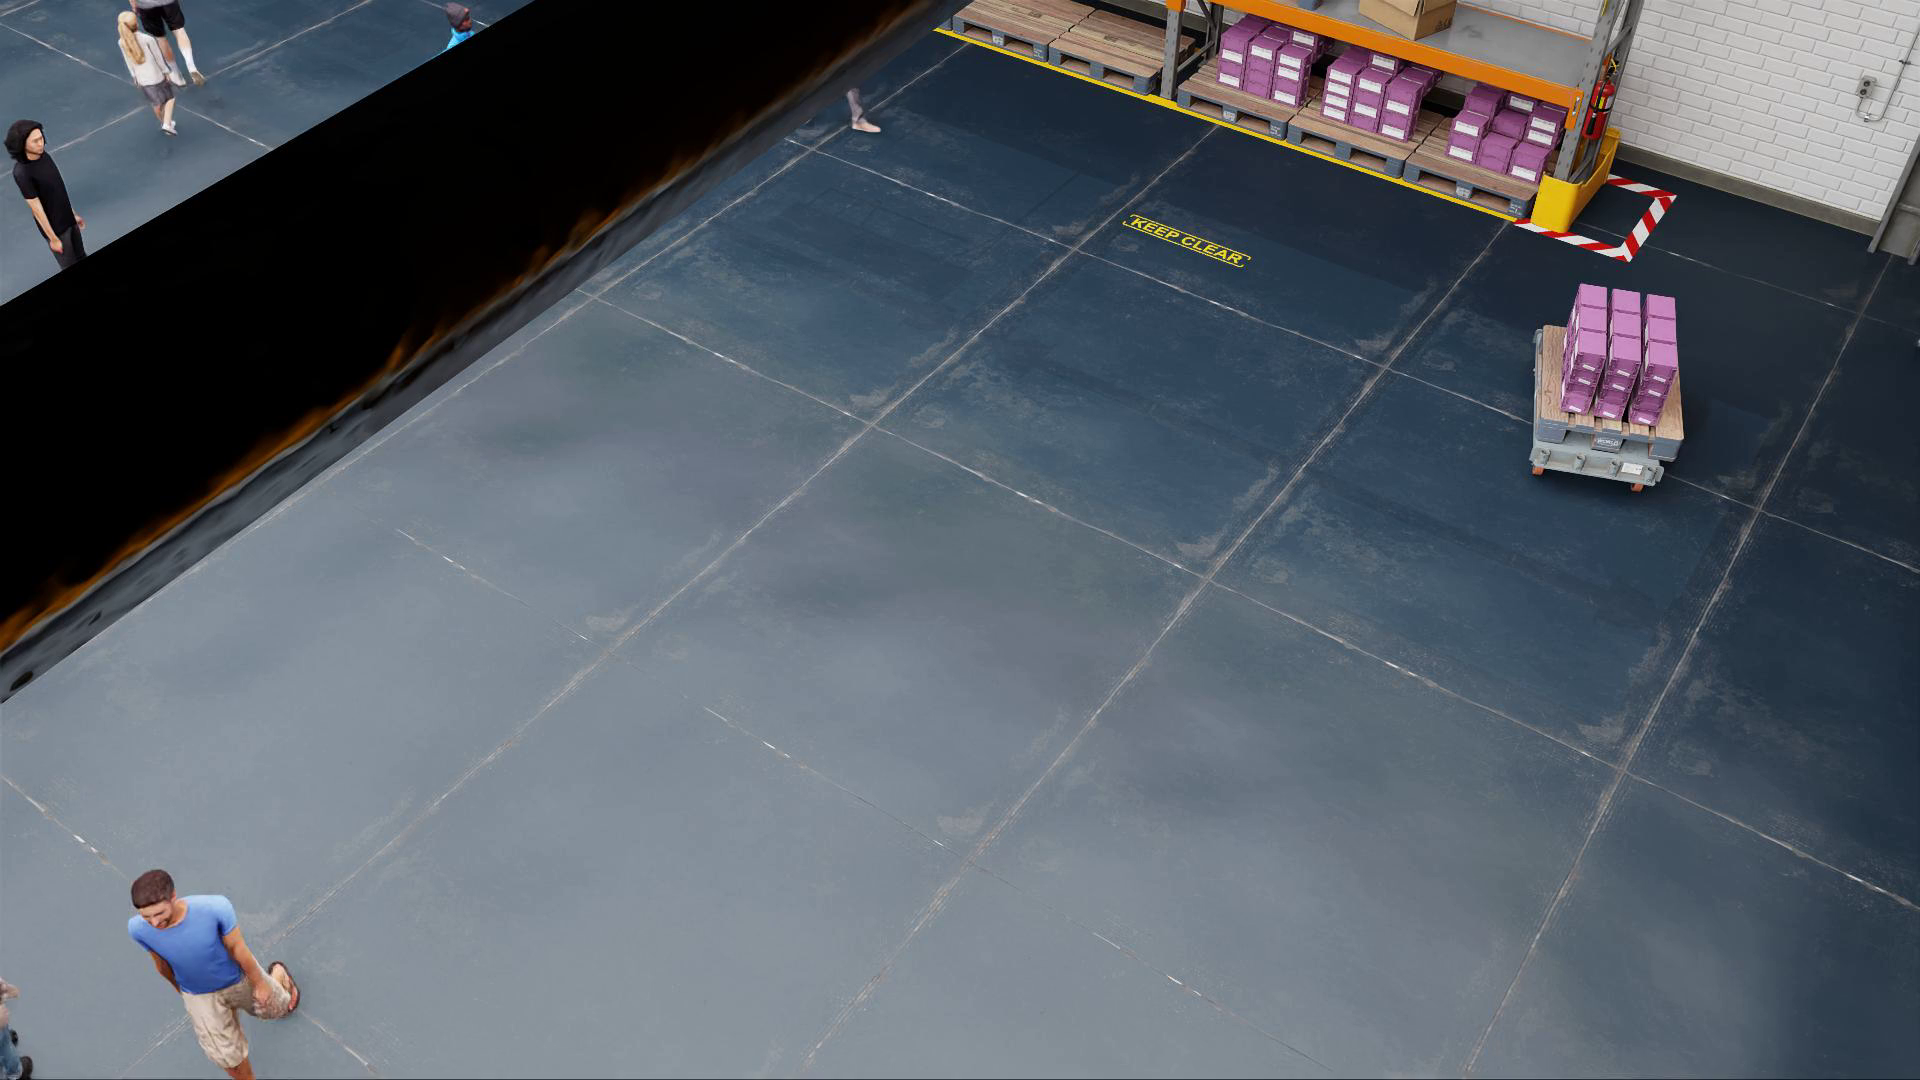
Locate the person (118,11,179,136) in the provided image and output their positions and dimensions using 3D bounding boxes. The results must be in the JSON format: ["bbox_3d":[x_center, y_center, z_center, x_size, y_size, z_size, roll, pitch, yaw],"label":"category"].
[{"bbox_3d":[-7.721,-4.408,15.831,0.694,1.270,0.743,-2,44,-2],"label":"person"}]

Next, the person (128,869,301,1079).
[{"bbox_3d":[-3.783,2.173,8.507,1.080,1.842,1.228,-15,46,-15],"label":"person"}]

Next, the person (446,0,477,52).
[{"bbox_3d":[-4.476,-4.017,15.055,1.164,1.774,0.890,9,44,10],"label":"person"}]

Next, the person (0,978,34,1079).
[{"bbox_3d":[-5.097,2.512,8.630,0.650,1.183,0.717,-11,45,-11],"label":"person"}]

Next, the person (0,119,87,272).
[{"bbox_3d":[-7.343,-2.590,13.516,0.735,1.831,0.711,-1,44,-1],"label":"person"}]

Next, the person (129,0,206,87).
[{"bbox_3d":[-7.868,-5.282,16.325,0.823,1.854,0.962,-28,50,-26],"label":"person"}]
